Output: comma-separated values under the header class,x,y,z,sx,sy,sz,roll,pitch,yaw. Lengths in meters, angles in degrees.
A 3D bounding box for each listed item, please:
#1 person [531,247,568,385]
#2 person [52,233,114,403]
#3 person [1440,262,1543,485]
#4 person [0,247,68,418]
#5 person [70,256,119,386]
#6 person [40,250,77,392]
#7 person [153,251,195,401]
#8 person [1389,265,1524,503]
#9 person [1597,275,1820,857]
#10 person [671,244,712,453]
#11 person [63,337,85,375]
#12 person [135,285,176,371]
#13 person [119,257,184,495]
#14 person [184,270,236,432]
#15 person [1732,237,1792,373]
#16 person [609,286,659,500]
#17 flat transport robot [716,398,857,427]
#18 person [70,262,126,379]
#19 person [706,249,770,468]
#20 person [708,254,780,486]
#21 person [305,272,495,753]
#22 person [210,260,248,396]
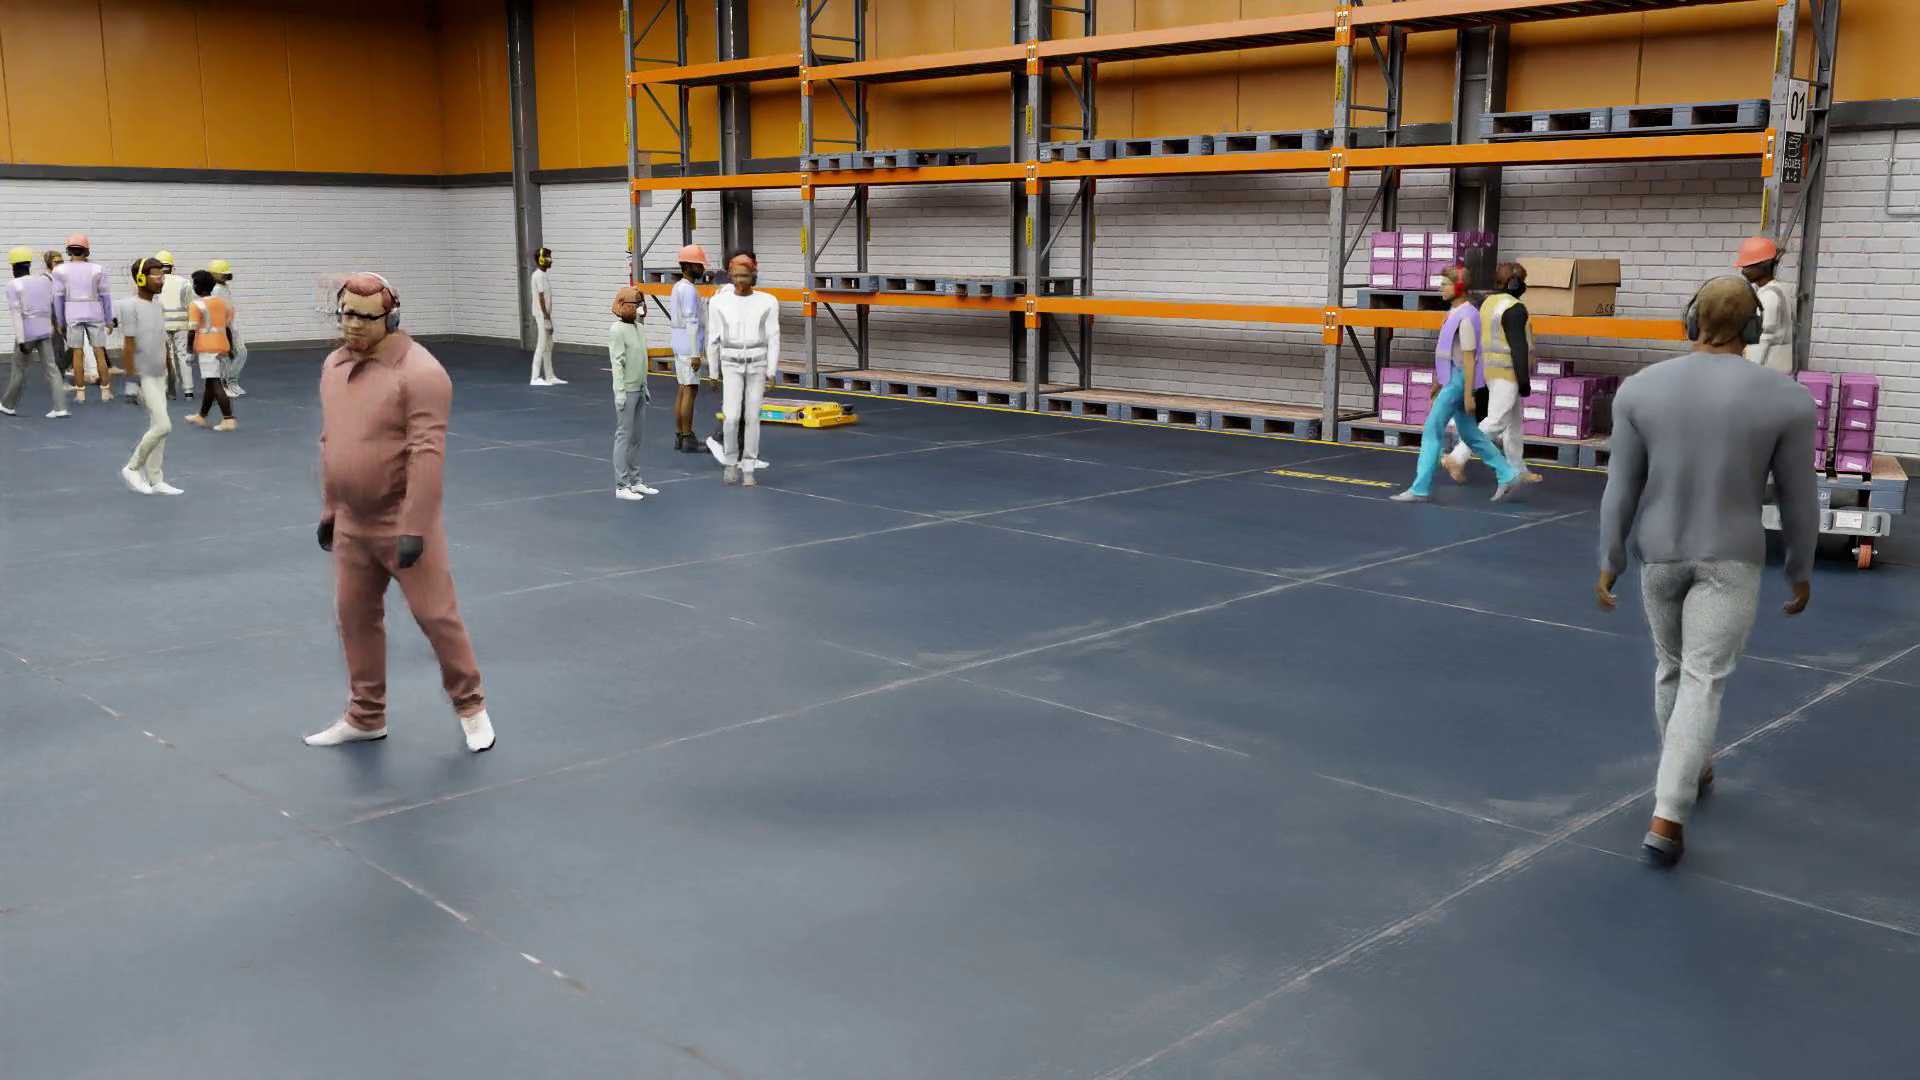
class,x,y,z,sx,sy,sz,roll,pitch,yaw
person,-5.613,-3.022,22.537,0.384,1.867,0.541,-2,11,-10
person,-10.623,-2.683,20.170,0.613,2.041,0.393,-5,12,-27
person,4.343,-1.335,13.466,0.864,1.816,0.622,0,10,-1
person,-10.371,-2.291,18.481,0.993,1.877,0.597,5,11,23
person,-11.803,-2.981,22.532,1.000,1.776,0.630,9,14,42
person,-11.621,-2.818,21.477,0.400,1.829,0.545,1,10,5
person,-9.678,-2.614,20.367,0.592,1.833,0.404,-7,13,-34
person,3.792,-1.156,12.498,0.944,1.811,0.565,3,11,14
person,2.475,0.075,5.553,0.644,1.897,0.998,8,13,36
person,-2.507,-1.784,15.558,0.369,1.933,0.551,-4,11,-20
person,-12.845,-3.199,24.185,0.817,1.597,0.520,-9,14,-40
person,-10.930,-2.931,22.619,0.307,1.641,0.514,9,13,39
person,-6.238,-1.246,12.856,0.397,1.851,0.551,1,10,4
person,-7.831,-1.953,17.229,0.783,1.657,0.548,3,11,15
person,6.022,-1.263,12.533,0.516,2.004,0.658,5,12,27
person,-2.530,-1.133,12.834,0.276,1.633,0.507,2,11,13
flat transport robot,-1.875,-1.386,17.932,1.431,0.197,0.652,7,12,33
person,-12.329,-3.119,23.621,0.528,1.648,0.809,10,14,43
person,-1.905,-1.561,14.416,0.451,1.906,0.623,2,11,12
person,-1.736,-1.355,13.414,0.572,1.866,0.474,-2,11,-9
person,-2.203,-0.092,6.484,0.805,1.883,0.464,5,12,26
person,-9.189,-2.641,20.830,0.451,1.719,0.493,0,10,2
